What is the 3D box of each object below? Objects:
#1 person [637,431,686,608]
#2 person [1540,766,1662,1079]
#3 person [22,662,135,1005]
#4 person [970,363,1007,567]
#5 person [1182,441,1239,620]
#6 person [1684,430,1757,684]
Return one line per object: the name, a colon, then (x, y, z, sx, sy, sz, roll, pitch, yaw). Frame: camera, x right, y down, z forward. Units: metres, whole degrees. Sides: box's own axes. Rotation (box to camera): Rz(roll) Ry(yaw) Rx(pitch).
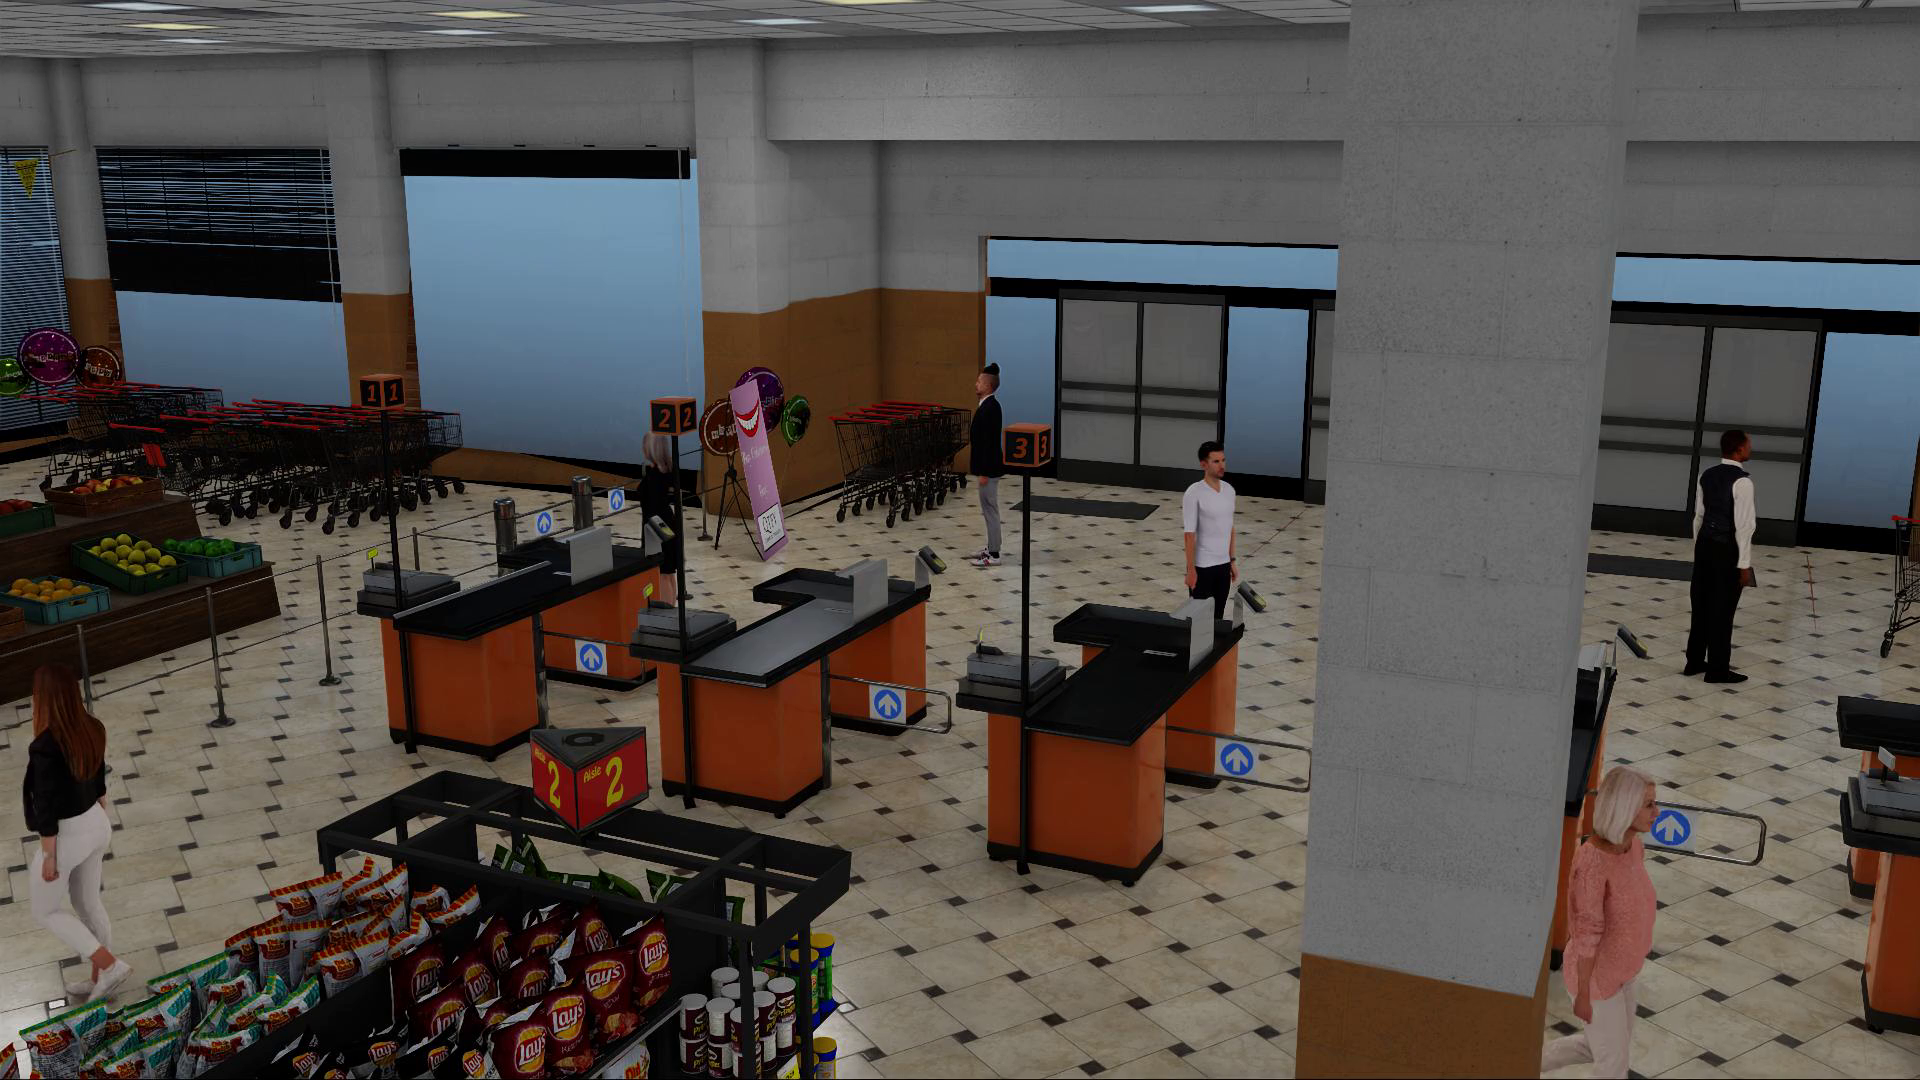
person: (-2.443, -0.033, 13.532, 0.737, 1.747, 0.620, 1, 14, 4)
person: (2.441, 1.683, 6.537, 0.801, 1.708, 0.889, 12, 18, 40)
person: (-4.063, 1.401, 7.741, 0.751, 1.689, 0.687, 3, 14, 11)
person: (0.274, -0.732, 15.980, 0.852, 1.950, 0.686, 0, 14, 1)
person: (1.863, 0.170, 12.469, 0.677, 1.852, 0.809, -10, 17, -36)
person: (5.743, 0.113, 12.566, 0.838, 1.918, 0.763, -4, 14, -16)
